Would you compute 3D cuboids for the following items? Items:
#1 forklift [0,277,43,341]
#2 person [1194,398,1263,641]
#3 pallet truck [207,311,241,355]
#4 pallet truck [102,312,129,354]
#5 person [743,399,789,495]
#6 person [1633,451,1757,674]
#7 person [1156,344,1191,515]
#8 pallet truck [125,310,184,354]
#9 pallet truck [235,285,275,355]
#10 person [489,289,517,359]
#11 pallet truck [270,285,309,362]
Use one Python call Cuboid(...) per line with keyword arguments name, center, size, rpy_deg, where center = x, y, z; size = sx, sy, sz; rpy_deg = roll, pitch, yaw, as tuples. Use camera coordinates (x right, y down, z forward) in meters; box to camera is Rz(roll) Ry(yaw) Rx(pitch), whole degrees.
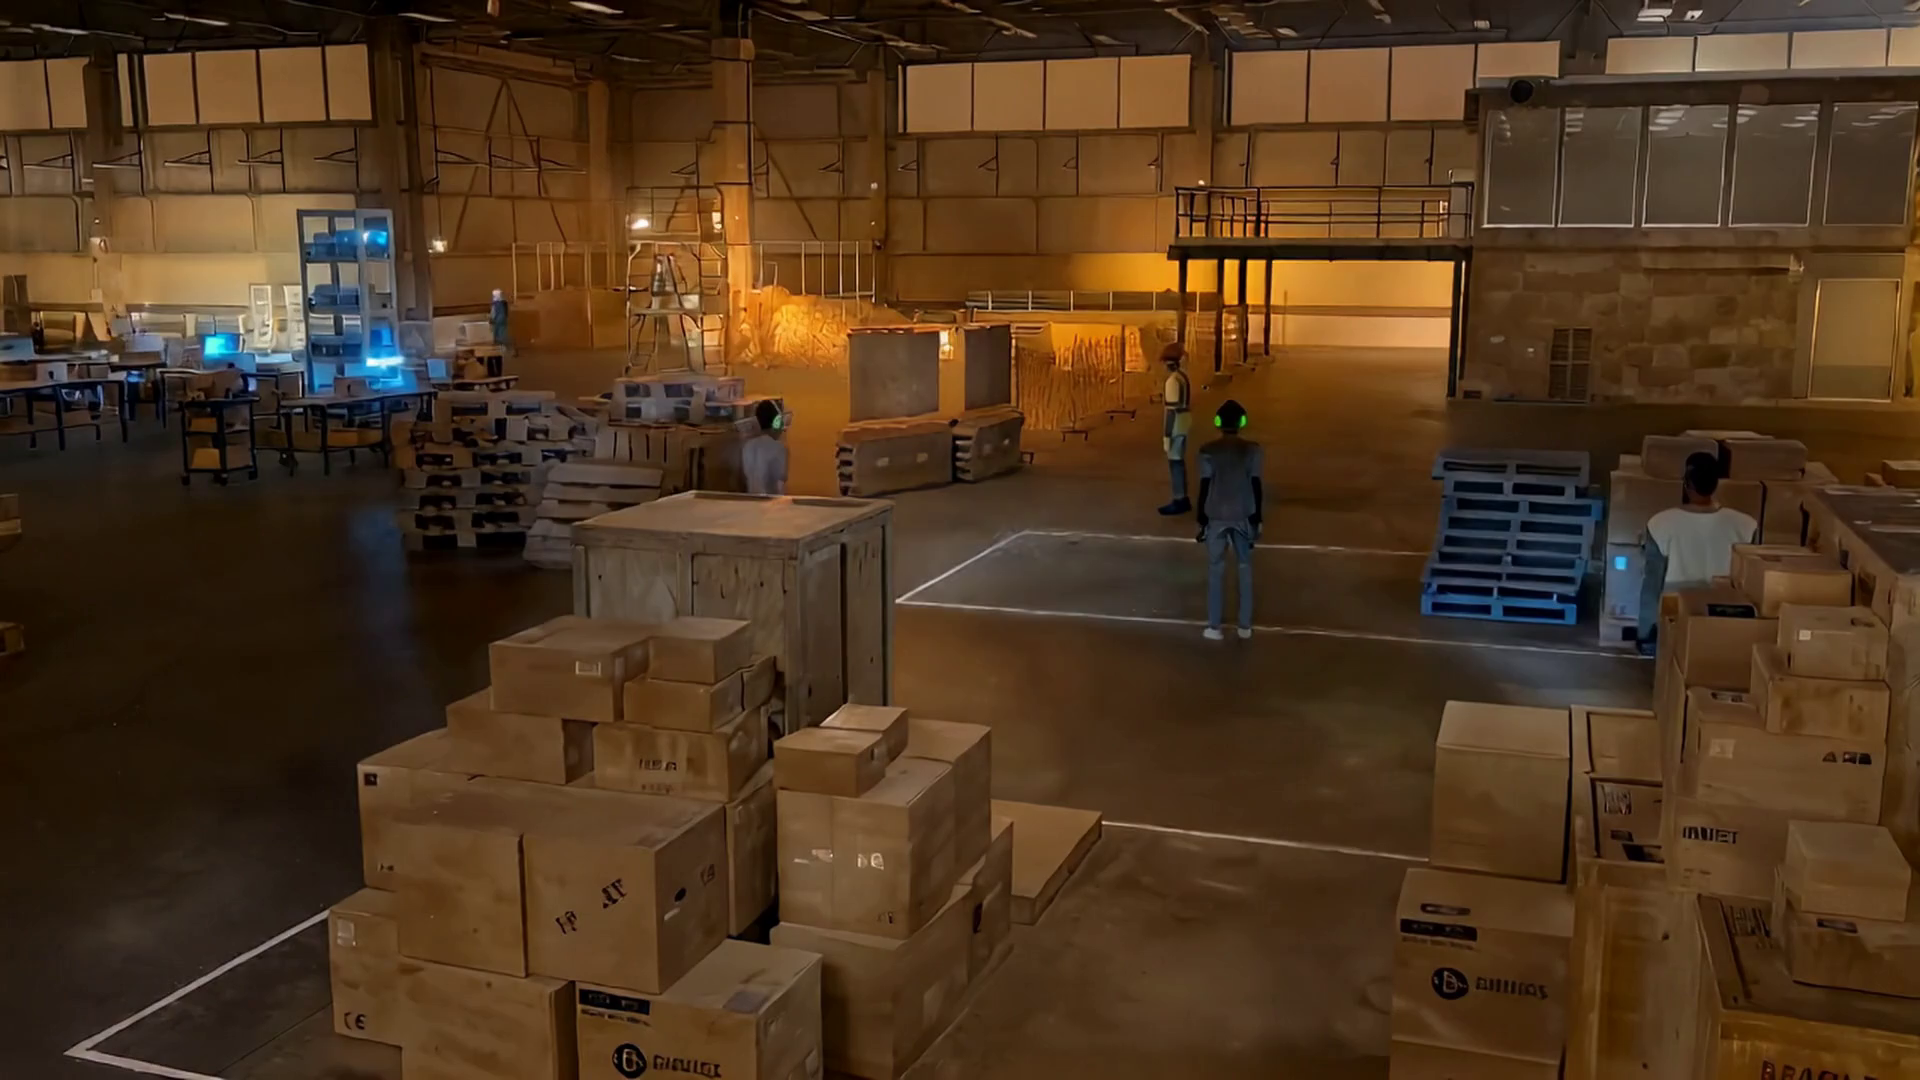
Cuboid(name="forklift", center=(-27.151, -6.329, 46.328), size=(1.157, 1.987, 2.680), rpy_deg=(3, 11, 17))
Cuboid(name="person", center=(2.062, -0.150, 12.779), size=(0.521, 1.865, 0.319), rpy_deg=(0, 10, 0))
Cuboid(name="pallet truck", center=(-19.537, -5.575, 44.913), size=(0.653, 1.274, 1.630), rpy_deg=(3, 11, 19))
Cuboid(name="pallet truck", center=(-23.057, -5.777, 46.261), size=(0.680, 1.201, 1.601), rpy_deg=(3, 11, 19))
Cuboid(name="person", center=(-1.486, -0.164, 12.889), size=(0.530, 1.856, 0.424), rpy_deg=(8, 13, 39))
Cuboid(name="person", center=(4.024, 0.473, 9.125), size=(0.598, 1.915, 0.375), rpy_deg=(1, 10, 3))
Cuboid(name="person", center=(2.397, -1.241, 18.767), size=(0.398, 1.928, 0.541), rpy_deg=(4, 11, 21))
Cuboid(name="pallet truck", center=(-22.038, -5.665, 45.457), size=(0.704, 1.261, 1.522), rpy_deg=(3, 11, 17))
Cuboid(name="pallet truck", center=(-18.327, -5.835, 44.421), size=(0.823, 1.965, 1.885), rpy_deg=(4, 11, 23))
Cuboid(name="person", center=(-12.152, -5.698, 44.008), size=(0.880, 1.874, 0.646), rpy_deg=(-8, 13, -37))
Cuboid(name="pallet truck", center=(-17.147, -5.700, 43.663), size=(0.823, 1.965, 1.885), rpy_deg=(3, 11, 17))
